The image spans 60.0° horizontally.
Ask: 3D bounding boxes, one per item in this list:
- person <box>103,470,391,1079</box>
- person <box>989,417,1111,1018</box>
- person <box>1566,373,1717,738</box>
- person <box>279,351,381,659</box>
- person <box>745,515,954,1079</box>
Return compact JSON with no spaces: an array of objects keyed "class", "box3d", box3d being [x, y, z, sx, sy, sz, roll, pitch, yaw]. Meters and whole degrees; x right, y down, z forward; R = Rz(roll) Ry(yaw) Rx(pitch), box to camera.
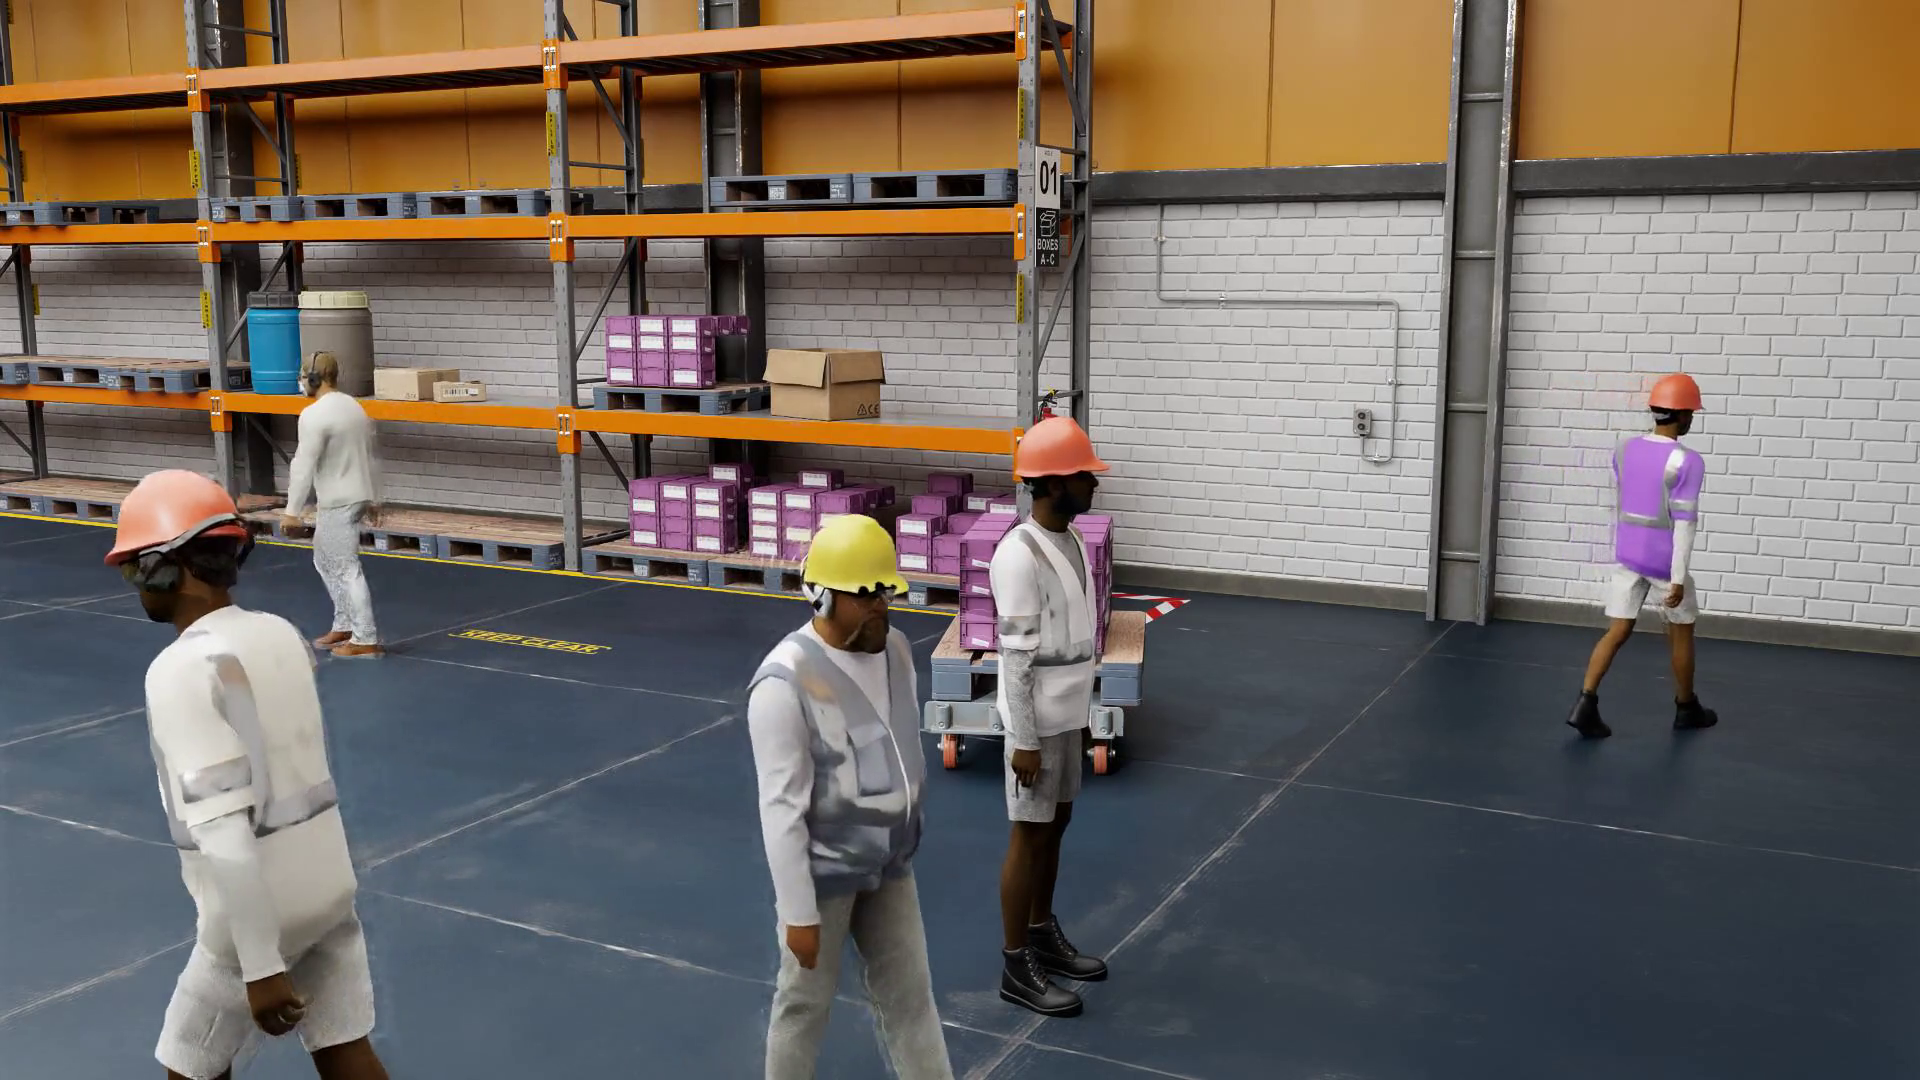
[{"class":"person","box3d":[-1.614,0.830,3.770,1.057,1.957,0.618,1,9,8]},{"class":"person","box3d":[0.306,0.567,5.461,0.349,1.940,0.551,4,10,23]},{"class":"person","box3d":[3.556,0.088,8.575,0.958,1.898,0.545,-5,11,-30]},{"class":"person","box3d":[-3.906,-0.205,10.307,0.646,1.913,0.664,0,9,2]},{"class":"person","box3d":[-0.235,0.831,4.254,0.762,1.795,0.619,7,11,36]}]
